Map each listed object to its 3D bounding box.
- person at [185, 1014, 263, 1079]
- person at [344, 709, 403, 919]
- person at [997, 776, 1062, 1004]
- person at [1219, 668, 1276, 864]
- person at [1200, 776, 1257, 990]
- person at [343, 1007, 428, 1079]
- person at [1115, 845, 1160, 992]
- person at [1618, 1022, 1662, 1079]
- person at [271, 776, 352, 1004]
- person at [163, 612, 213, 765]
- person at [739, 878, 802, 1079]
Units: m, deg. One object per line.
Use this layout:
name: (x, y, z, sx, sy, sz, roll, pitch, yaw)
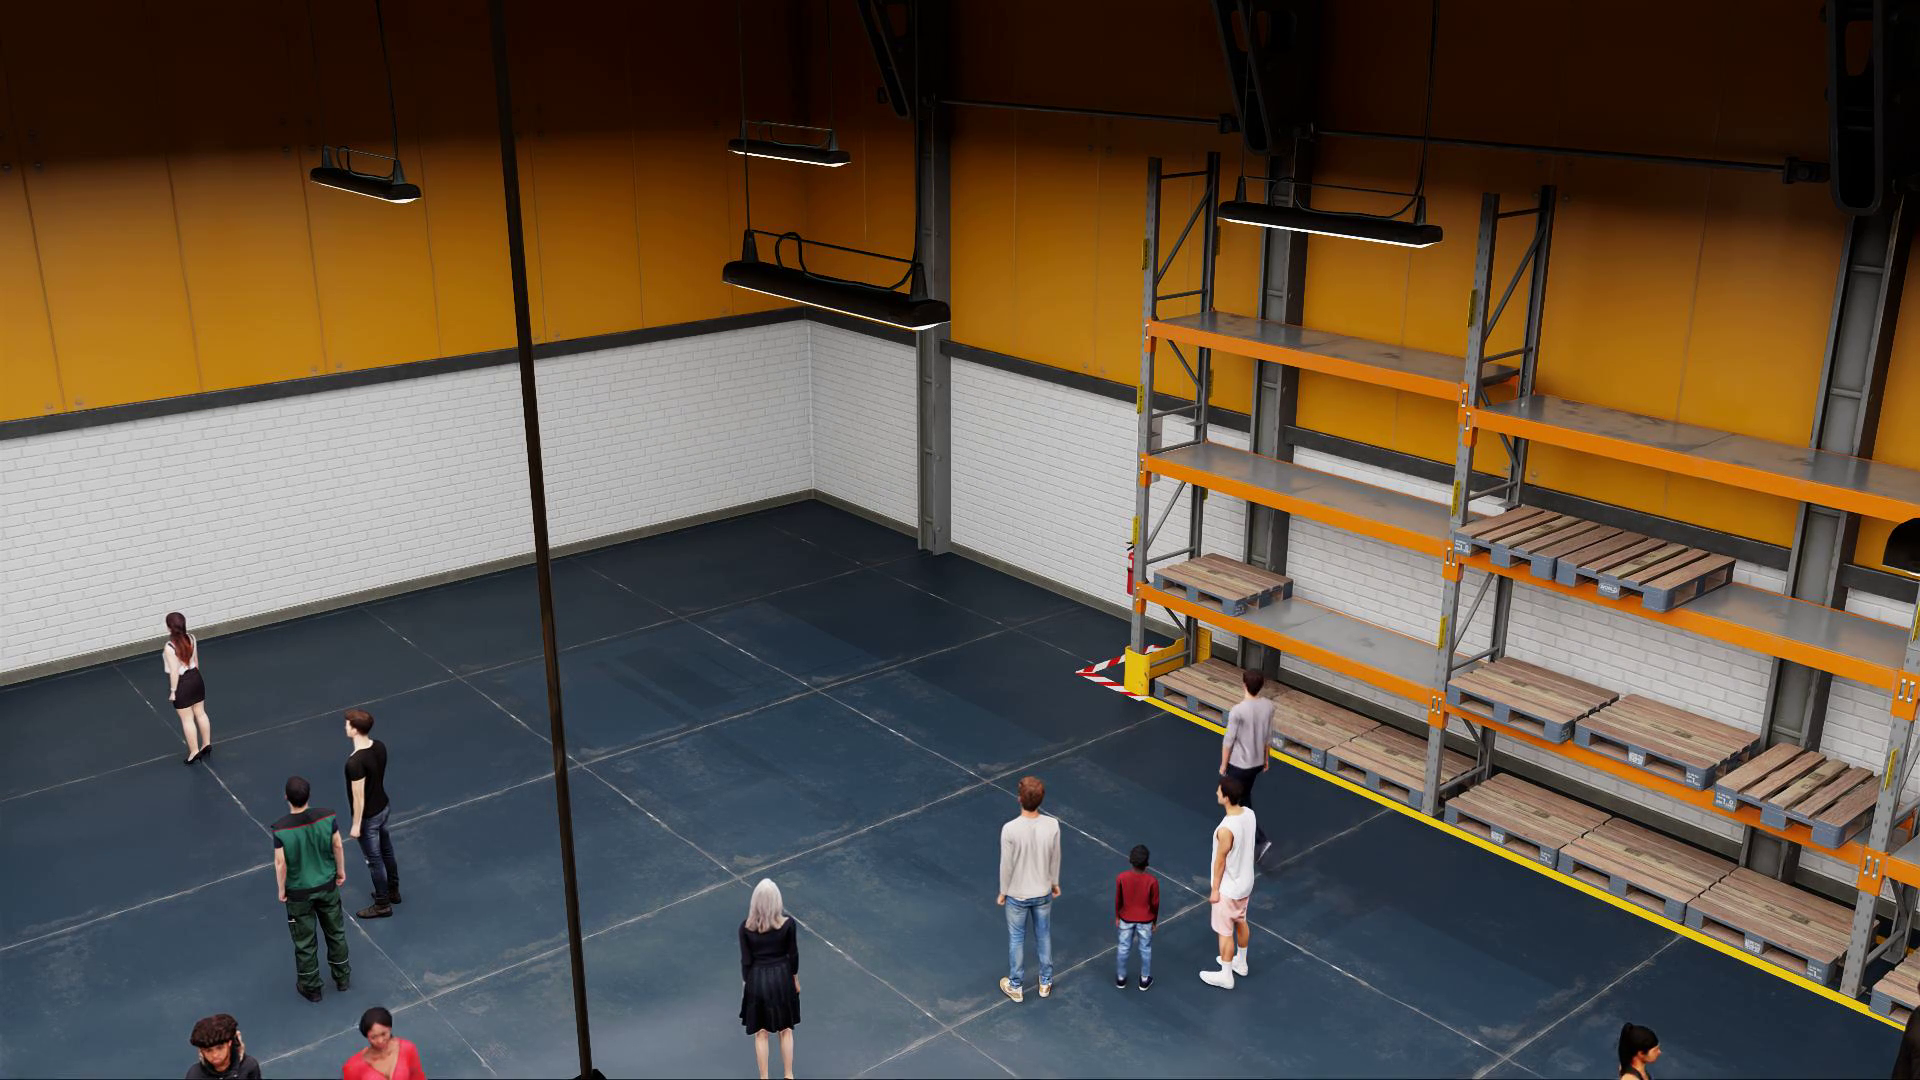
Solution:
person: (-4.549, 3.737, 10.383, 0.661, 1.778, 0.625, -11, 21, -29)
person: (-5.071, 2.342, 14.340, 0.806, 1.897, 0.750, 2, 19, 6)
person: (0.549, 2.751, 13.114, 0.753, 1.904, 0.731, -5, 19, -14)
person: (2.669, 2.076, 15.248, 0.764, 1.821, 1.062, -11, 21, -28)
person: (2.194, 2.739, 13.342, 0.633, 1.782, 0.672, 14, 23, 35)
person: (-3.653, 3.684, 10.557, 0.708, 1.768, 0.645, 17, 25, 41)
person: (1.415, 3.020, 13.336, 0.571, 1.253, 0.639, 3, 19, 10)
person: (4.118, 3.772, 10.527, 1.117, 1.621, 0.988, 4, 19, 12)
person: (-5.136, 2.736, 13.166, 0.670, 1.901, 0.551, -14, 23, -37)
person: (-7.991, 1.518, 17.178, 0.667, 1.649, 0.639, 5, 19, 15)
person: (-1.365, 3.221, 11.968, 0.697, 1.746, 0.711, -4, 19, -12)
